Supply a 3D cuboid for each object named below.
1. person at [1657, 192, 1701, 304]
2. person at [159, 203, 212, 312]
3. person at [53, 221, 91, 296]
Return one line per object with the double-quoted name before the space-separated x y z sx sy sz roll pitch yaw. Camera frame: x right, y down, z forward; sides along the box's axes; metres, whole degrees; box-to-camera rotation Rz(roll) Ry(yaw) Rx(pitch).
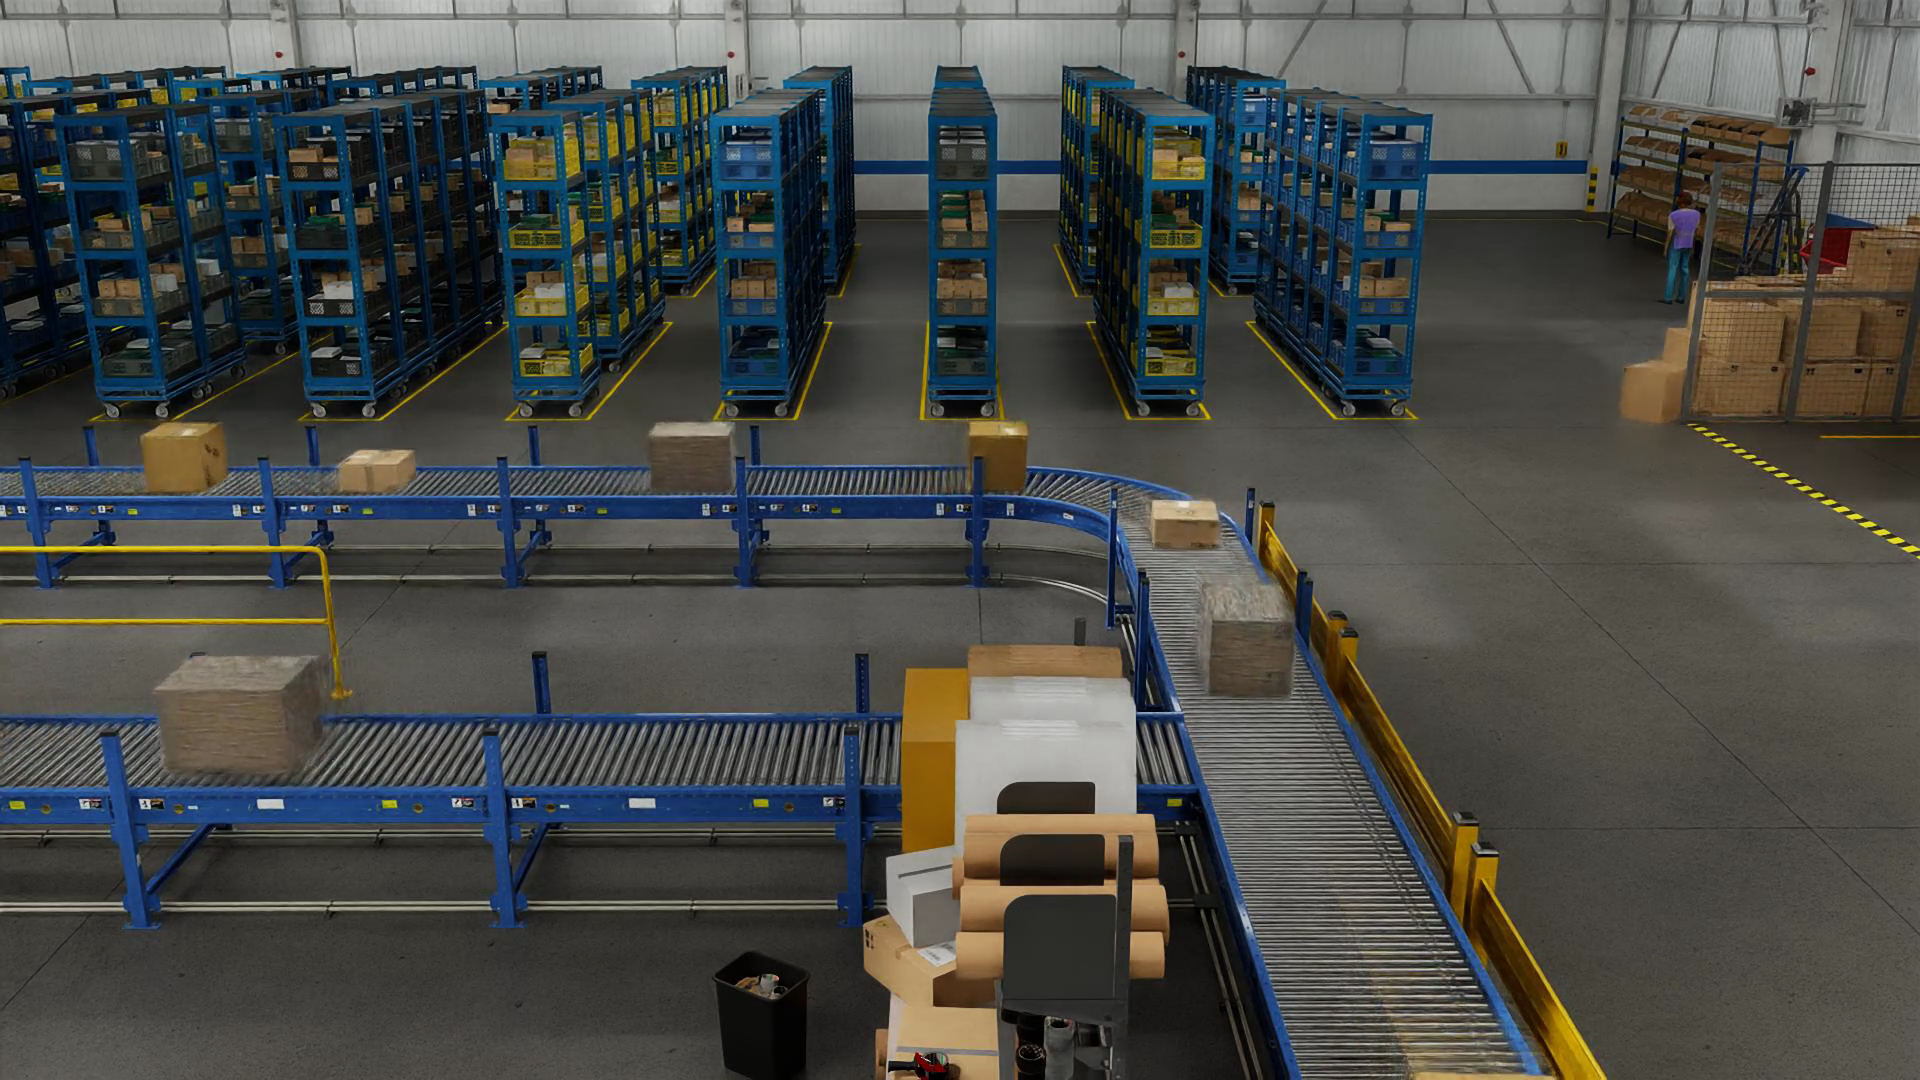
"person" 11.899 -4.817 27.489 0.567 1.846 0.389 -4 18 -13
"person" -12.488 -4.544 26.723 0.834 1.805 0.585 1 18 2
"person" -13.888 -4.435 26.147 0.402 1.949 0.605 11 21 30
